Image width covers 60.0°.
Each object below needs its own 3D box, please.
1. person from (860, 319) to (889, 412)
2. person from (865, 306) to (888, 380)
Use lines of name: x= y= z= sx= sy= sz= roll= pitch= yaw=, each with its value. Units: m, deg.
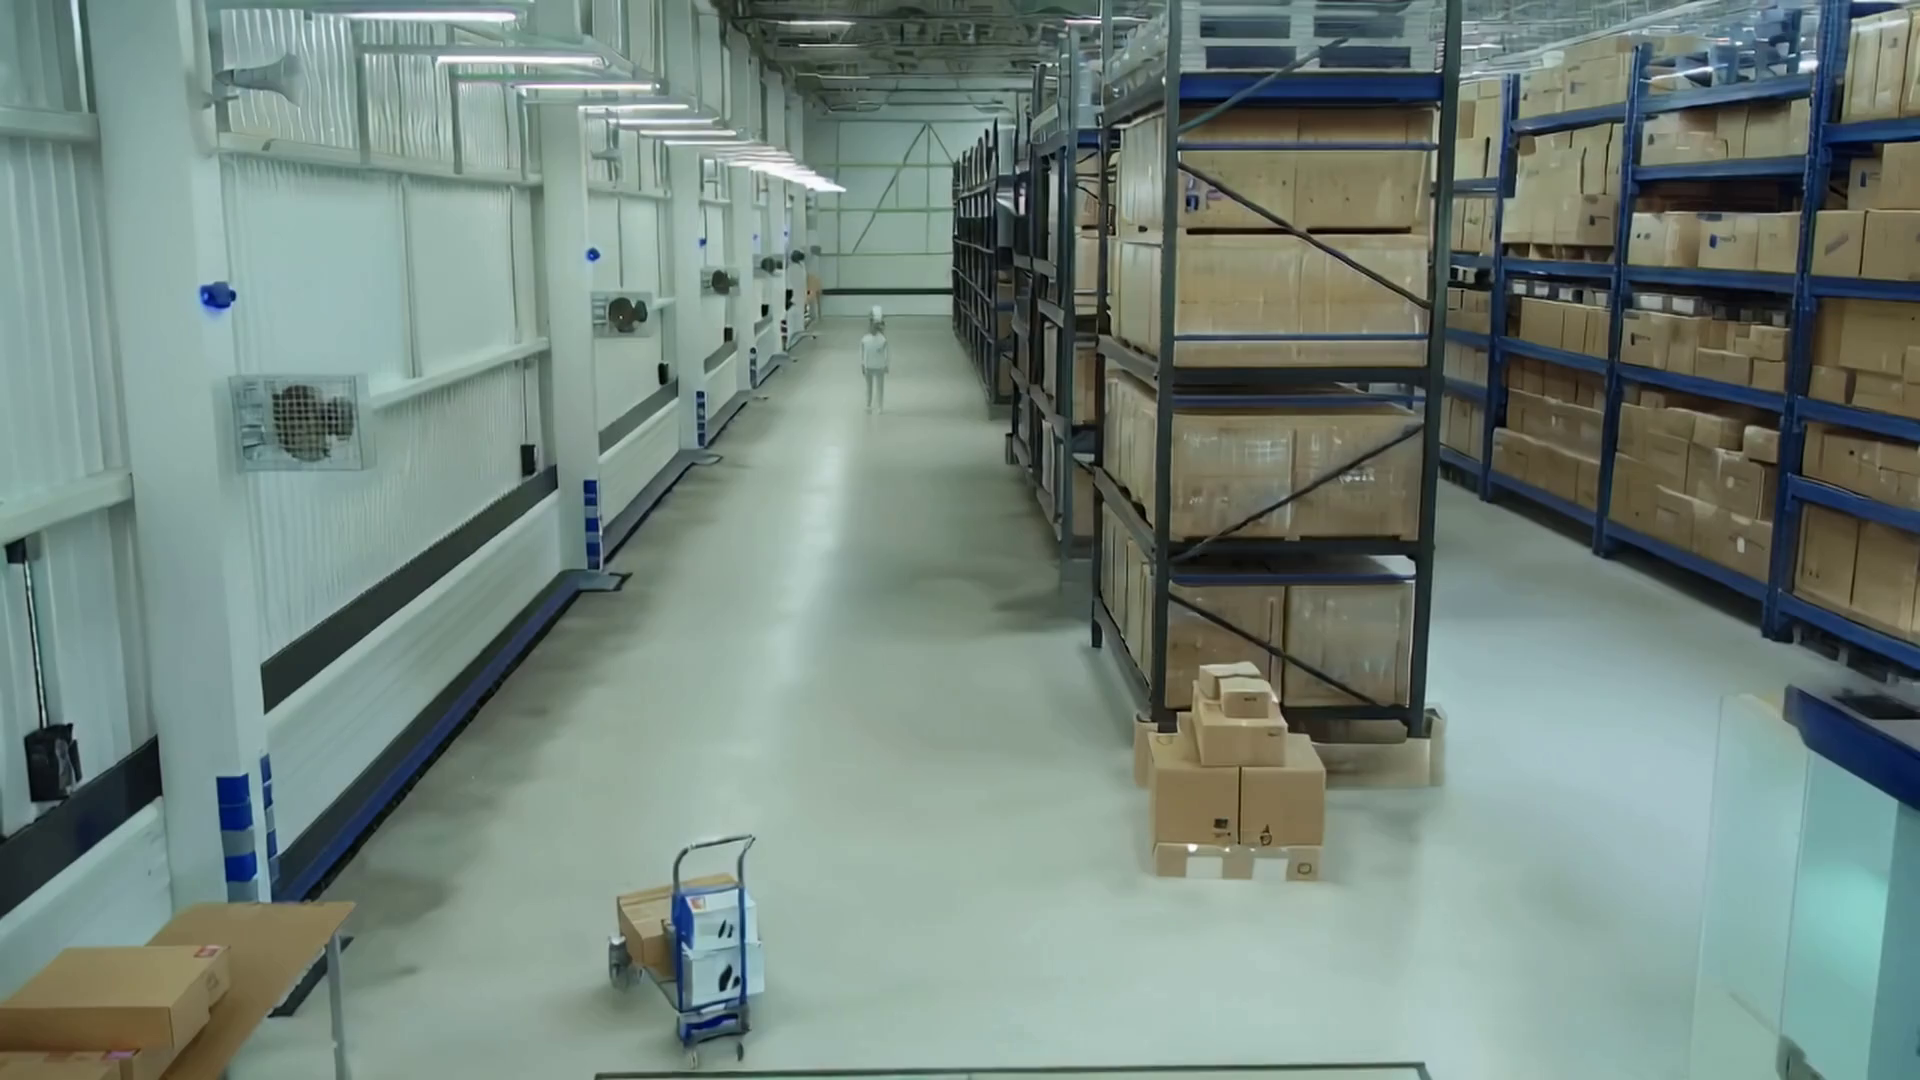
person: x=-1.819 y=-3.727 z=35.581 sx=0.622 sy=1.985 sz=0.407 roll=0 pitch=11 yaw=2
person: x=-2.144 y=-5.076 z=42.812 sx=0.596 sy=1.907 sz=0.414 roll=-4 pitch=11 yaw=-18
